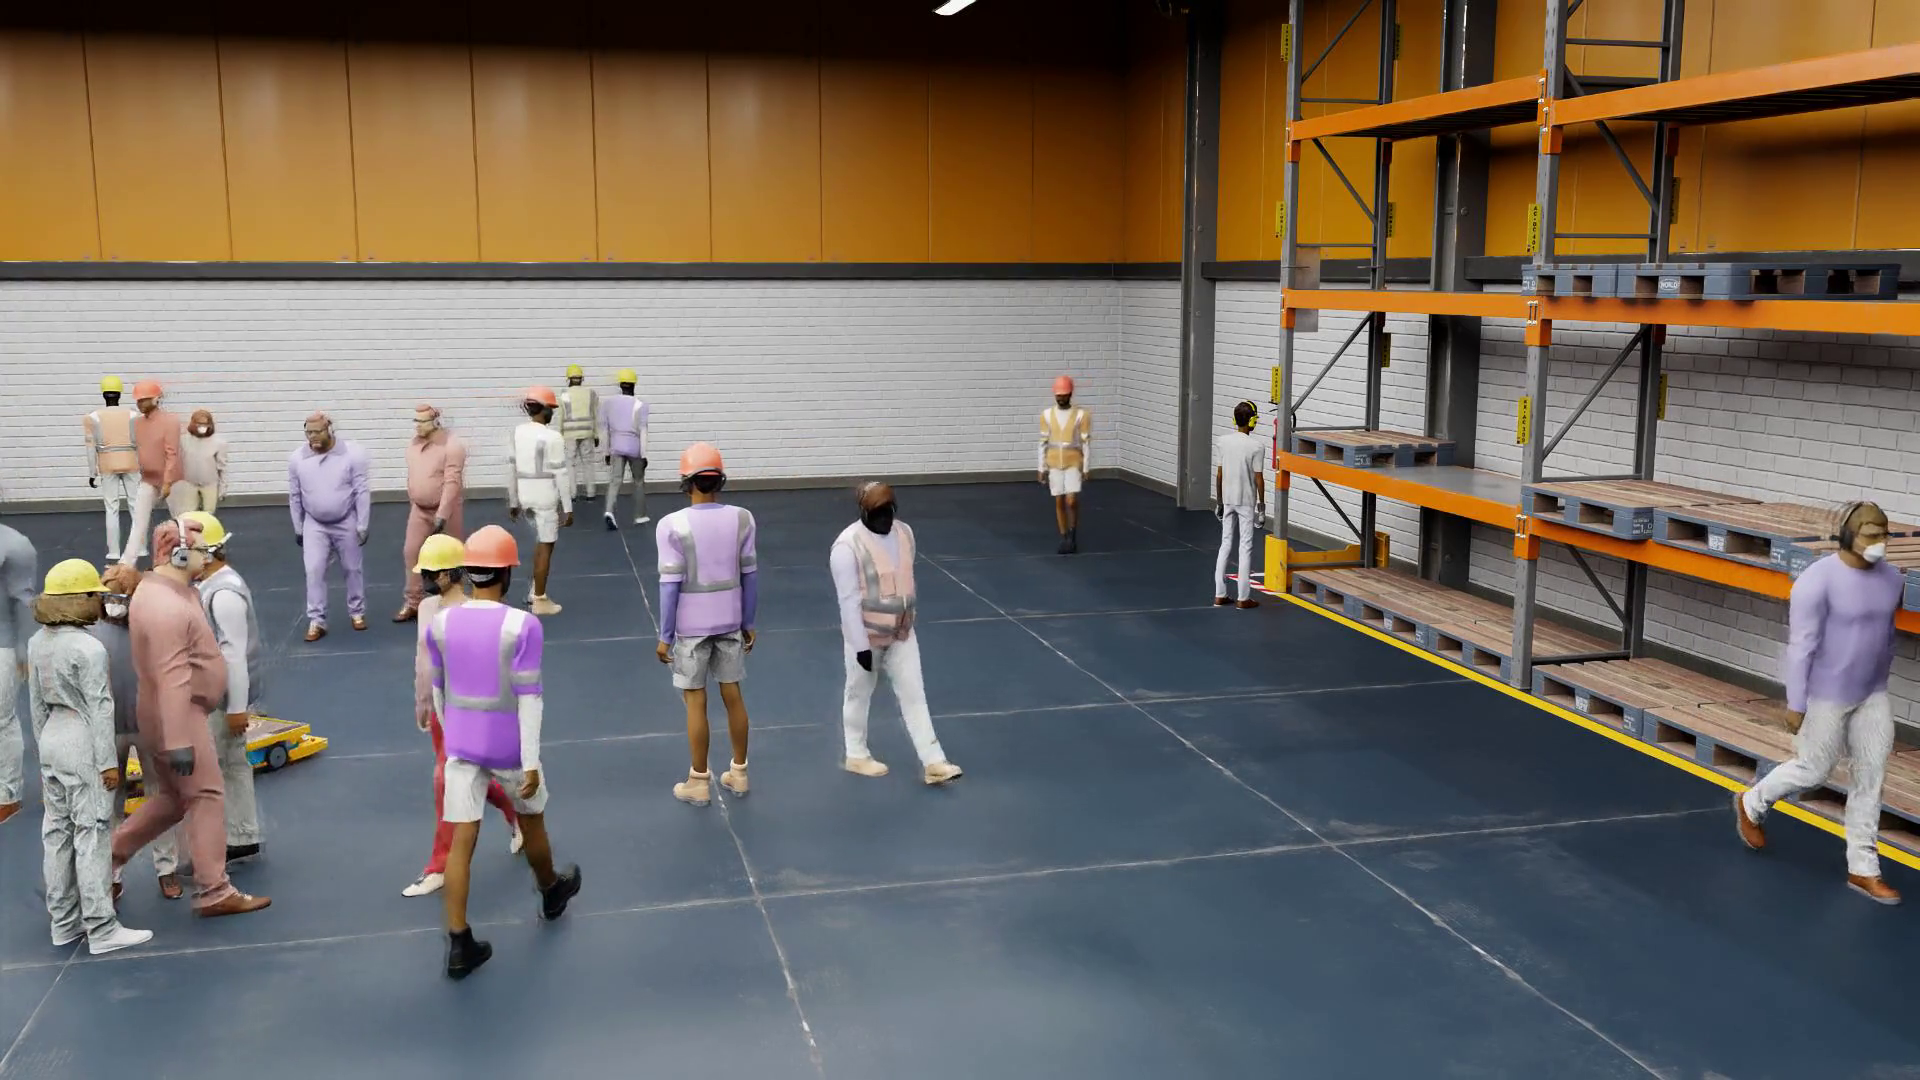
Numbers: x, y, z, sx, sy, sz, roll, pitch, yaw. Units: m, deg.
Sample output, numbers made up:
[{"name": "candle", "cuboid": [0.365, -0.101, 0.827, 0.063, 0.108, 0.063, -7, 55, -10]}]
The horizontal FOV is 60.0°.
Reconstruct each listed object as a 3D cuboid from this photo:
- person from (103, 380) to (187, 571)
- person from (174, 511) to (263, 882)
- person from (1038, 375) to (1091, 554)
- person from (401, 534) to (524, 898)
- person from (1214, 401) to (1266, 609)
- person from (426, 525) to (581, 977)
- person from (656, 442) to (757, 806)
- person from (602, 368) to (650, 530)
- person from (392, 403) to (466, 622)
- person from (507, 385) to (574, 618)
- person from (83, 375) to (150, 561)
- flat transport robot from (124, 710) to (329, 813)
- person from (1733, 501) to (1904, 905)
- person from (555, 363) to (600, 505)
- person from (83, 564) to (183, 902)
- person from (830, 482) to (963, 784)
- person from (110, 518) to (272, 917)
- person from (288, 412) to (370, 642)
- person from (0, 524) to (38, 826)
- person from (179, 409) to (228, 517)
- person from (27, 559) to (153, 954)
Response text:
[{"name": "person", "cuboid": [-7.892, -0.580, 16.237, 0.614, 1.942, 1.008, 3, 10, 20]}, {"name": "person", "cuboid": [-3.768, 0.765, 8.223, 0.590, 1.817, 0.627, -5, 10, -30]}, {"name": "person", "cuboid": [1.086, -0.787, 17.608, 0.553, 1.913, 0.511, 3, 10, 17]}, {"name": "person", "cuboid": [-2.435, 0.814, 8.186, 0.532, 1.738, 0.790, 8, 12, 40]}, {"name": "person", "cuboid": [2.494, -0.308, 14.820, 0.515, 1.865, 0.324, 8, 12, 41]}, {"name": "person", "cuboid": [-2.031, 0.874, 7.330, 0.564, 1.883, 0.990, 2, 9, 11]}, {"name": "person", "cuboid": [-1.440, 0.469, 9.385, 0.614, 2.040, 0.390, -7, 11, -36]}, {"name": "person", "cuboid": [-3.937, -1.072, 19.514, 0.600, 1.887, 0.956, 2, 9, 10]}, {"name": "person", "cuboid": [-4.555, -0.224, 14.224, 0.642, 1.874, 0.799, 3, 10, 20]}, {"name": "person", "cuboid": [-3.622, -0.335, 14.473, 0.646, 2.017, 0.523, 6, 11, 34]}, {"name": "person", "cuboid": [-8.770, -0.747, 17.330, 0.584, 1.928, 0.373, -5, 11, -31]}, {"name": "flat transport robot", "cuboid": [-4.518, 1.282, 9.826, 0.652, 0.197, 1.431, 4, 10, 25]}, {"name": "person", "cuboid": [4.246, 0.741, 8.123, 0.637, 1.916, 0.850, -3, 10, -18]}, {"name": "person", "cuboid": [-4.948, -1.366, 21.501, 0.600, 1.827, 0.404, -6, 11, -32]}, {"name": "person", "cuboid": [-3.913, 0.917, 7.867, 0.498, 1.633, 0.284, -4, 10, -23]}, {"name": "person", "cuboid": [-0.397, 0.559, 9.610, 0.924, 1.793, 0.648, 9, 12, 43]}, {"name": "person", "cuboid": [-3.670, 0.837, 7.632, 0.739, 1.881, 0.658, -5, 10, -28]}, {"name": "person", "cuboid": [-5.181, -0.133, 13.698, 0.648, 1.873, 0.722, -1, 9, -9]}, {"name": "person", "cuboid": [-5.291, 0.589, 9.036, 0.627, 1.927, 0.477, 0, 9, 2]}, {"name": "person", "cuboid": [-7.690, -0.521, 16.864, 0.523, 1.611, 0.400, -3, 10, -20]}, {"name": "person", "cuboid": [-3.877, 0.946, 7.348, 0.487, 1.741, 0.312, 5, 10, 29]}]
